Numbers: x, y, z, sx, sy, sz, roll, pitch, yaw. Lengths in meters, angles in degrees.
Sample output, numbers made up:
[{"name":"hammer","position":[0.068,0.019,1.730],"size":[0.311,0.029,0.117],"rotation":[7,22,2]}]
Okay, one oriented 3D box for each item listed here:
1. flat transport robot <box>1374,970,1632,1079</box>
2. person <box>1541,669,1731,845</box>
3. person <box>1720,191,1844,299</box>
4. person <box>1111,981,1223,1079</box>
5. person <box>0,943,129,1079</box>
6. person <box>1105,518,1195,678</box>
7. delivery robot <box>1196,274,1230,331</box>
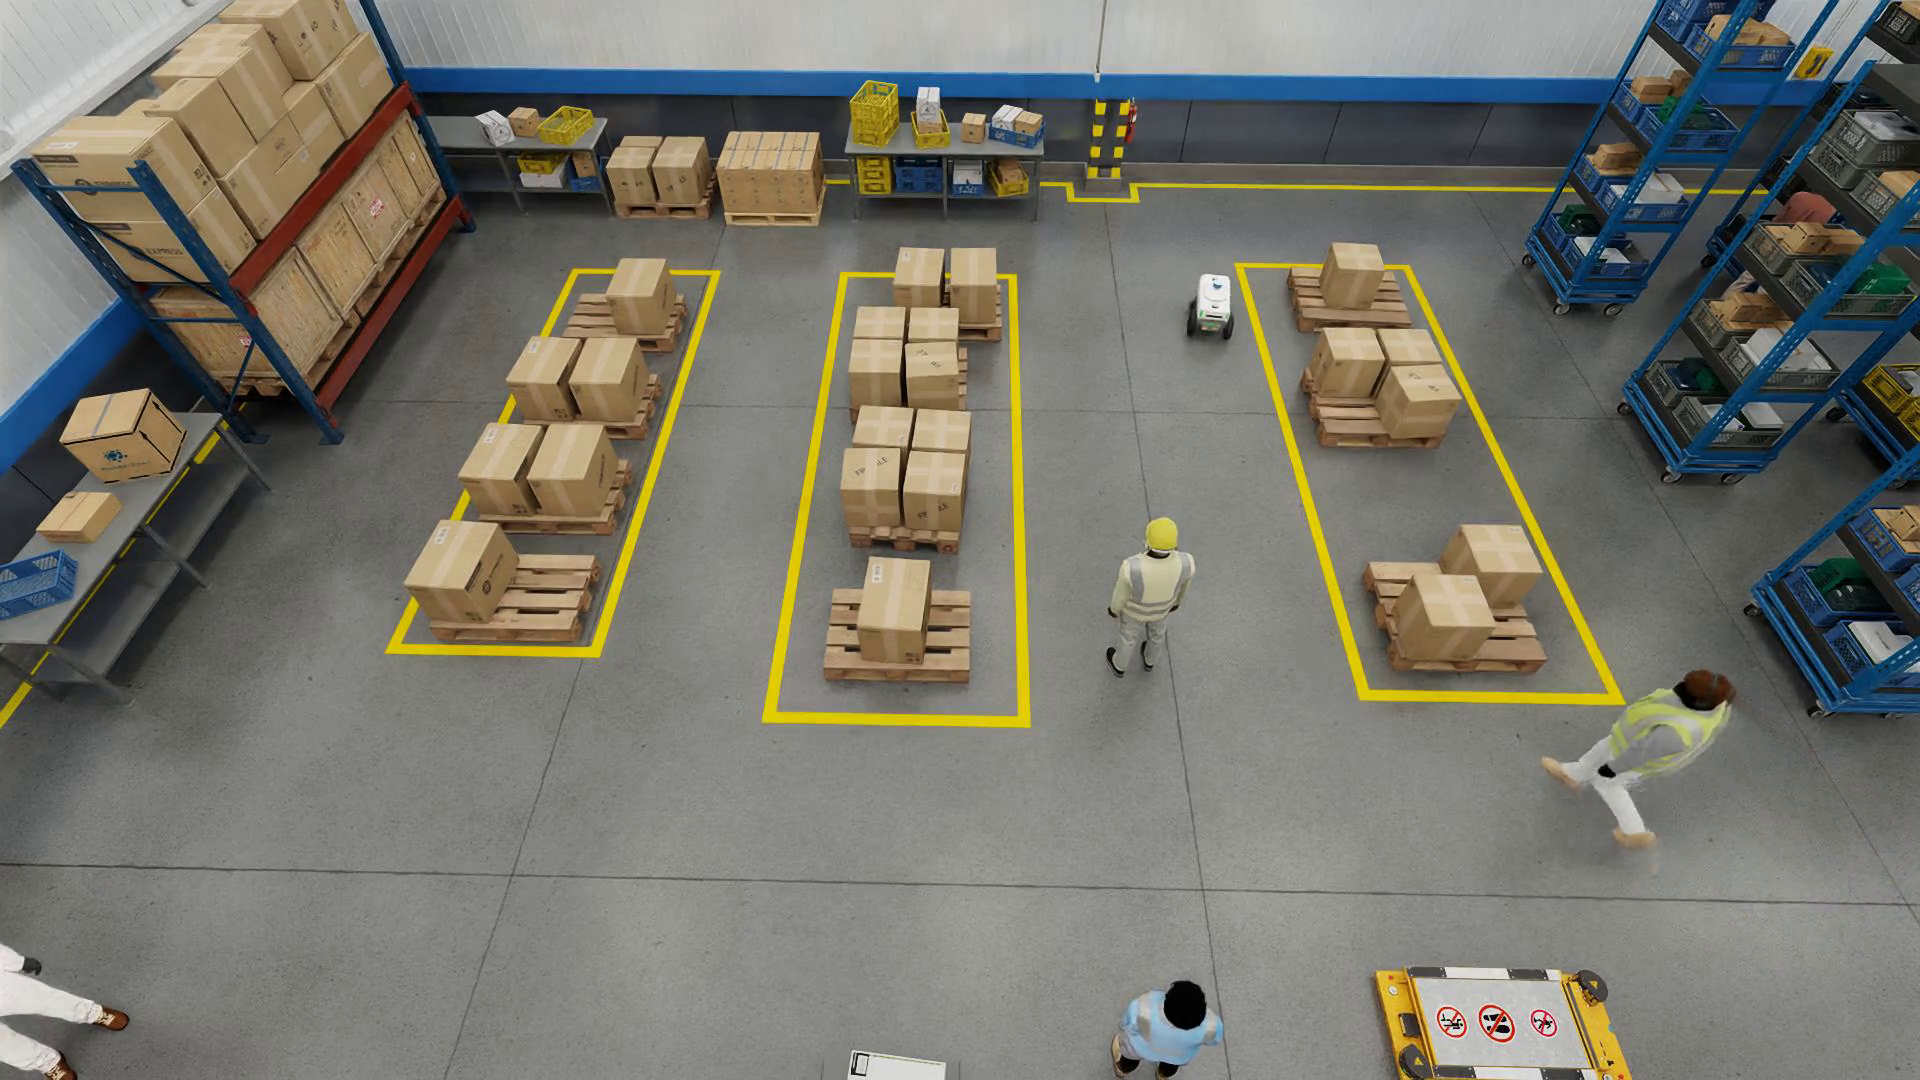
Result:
[{"name":"flat transport robot","position":[3.501,3.133,5.914],"size":[1.431,0.197,0.652],"rotation":[1,51,1]},{"name":"person","position":[4.741,1.469,6.279],"size":[0.644,1.823,0.734],"rotation":[-35,59,-25]},{"name":"person","position":[8.884,-3.065,9.876],"size":[0.410,1.980,0.623],"rotation":[-19,53,-15]},{"name":"person","position":[1.158,2.826,5.248],"size":[0.535,1.700,0.318],"rotation":[6,51,5]},{"name":"person","position":[-5.669,2.679,5.236],"size":[0.405,1.906,0.653],"rotation":[19,53,15]},{"name":"person","position":[1.436,0.463,7.088],"size":[0.588,1.835,0.403],"rotation":[-7,51,-6]},{"name":"delivery robot","position":[2.900,-2.742,10.463],"size":[0.477,0.478,0.707],"rotation":[9,51,7]}]
